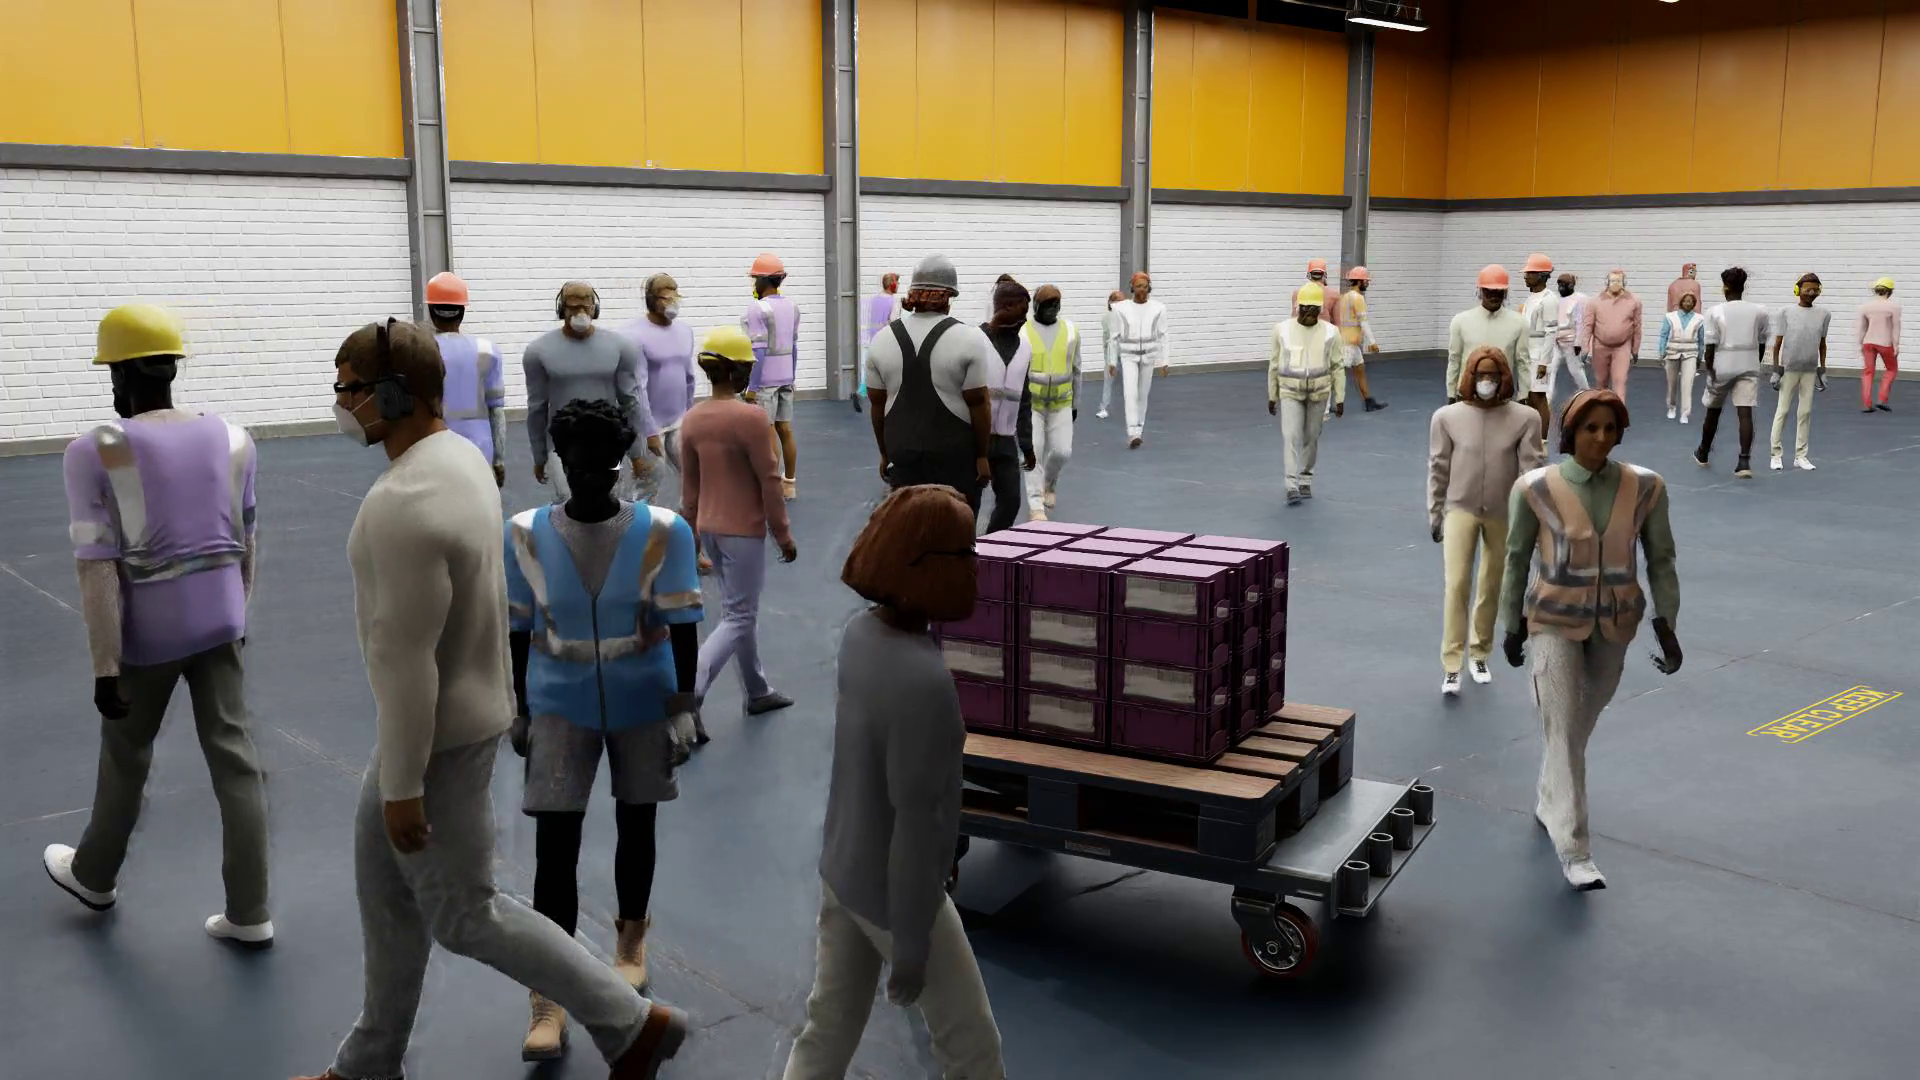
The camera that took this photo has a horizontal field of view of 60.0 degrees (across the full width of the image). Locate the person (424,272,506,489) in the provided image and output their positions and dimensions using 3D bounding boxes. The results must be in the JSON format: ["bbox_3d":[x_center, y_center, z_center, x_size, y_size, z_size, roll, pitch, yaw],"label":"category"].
[{"bbox_3d":[-2.699,-0.450,8.873,0.547,1.938,0.378,-4,11,-24],"label":"person"}]

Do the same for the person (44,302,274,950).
[{"bbox_3d":[-2.386,0.247,4.950,0.964,1.878,0.613,7,12,35],"label":"person"}]

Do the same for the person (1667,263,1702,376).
[{"bbox_3d":[12.293,-3.729,28.181,0.401,1.904,0.641,-4,11,-24],"label":"person"}]

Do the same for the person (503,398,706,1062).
[{"bbox_3d":[-0.921,0.471,4.271,0.544,1.656,0.806,-2,10,-10],"label":"person"}]

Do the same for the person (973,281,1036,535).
[{"bbox_3d":[0.101,-0.583,9.875,0.766,1.877,0.361,-7,12,-35],"label":"person"}]

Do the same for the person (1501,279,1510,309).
[{"bbox_3d":[9.742,-3.964,30.017,0.295,1.743,0.493,-4,11,-25],"label":"person"}]

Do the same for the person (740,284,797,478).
[{"bbox_3d":[-1.705,-1.420,14.756,0.518,1.872,0.326,-4,10,-21],"label":"person"}]

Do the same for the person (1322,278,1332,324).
[{"bbox_3d":[5.138,-2.948,23.835,0.512,1.828,0.761,2,10,10],"label":"person"}]

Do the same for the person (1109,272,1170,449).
[{"bbox_3d":[1.899,-1.866,17.436,0.611,1.839,0.942,-1,10,-3],"label":"person"}]

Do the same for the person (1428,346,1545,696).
[{"bbox_3d":[2.426,-0.078,7.667,0.517,1.603,0.755,2,10,11],"label":"person"}]

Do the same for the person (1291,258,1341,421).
[{"bbox_3d":[4.366,-2.460,20.471,0.622,1.993,0.381,0,10,0],"label":"person"}]

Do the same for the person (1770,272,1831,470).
[{"bbox_3d":[7.964,-1.593,15.775,0.510,1.870,0.328,1,10,5],"label":"person"}]

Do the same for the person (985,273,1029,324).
[{"bbox_3d":[0.545,-2.087,18.757,0.527,1.841,0.864,0,10,1],"label":"person"}]

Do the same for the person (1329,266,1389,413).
[{"bbox_3d":[5.075,-2.576,21.482,0.983,1.892,0.556,0,10,-1],"label":"person"}]

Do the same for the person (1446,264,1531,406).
[{"bbox_3d":[4.076,-1.149,12.893,0.623,1.970,0.748,2,10,10],"label":"person"}]

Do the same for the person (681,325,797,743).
[{"bbox_3d":[-0.990,-0.039,7.046,0.808,1.737,0.531,-9,13,-43],"label":"person"}]

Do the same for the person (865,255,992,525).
[{"bbox_3d":[-0.122,-0.484,8.772,0.676,2.000,0.536,4,10,22],"label":"person"}]

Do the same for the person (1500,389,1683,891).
[{"bbox_3d":[2.056,0.307,5.439,0.522,1.590,0.860,0,10,0],"label":"person"}]

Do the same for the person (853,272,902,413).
[{"bbox_3d":[-0.987,-2.465,21.015,0.721,1.823,0.570,-8,13,-40],"label":"person"}]

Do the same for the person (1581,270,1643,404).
[{"bbox_3d":[7.708,-2.259,19.699,0.662,1.849,1.006,4,10,21],"label":"person"}]

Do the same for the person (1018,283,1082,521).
[{"bbox_3d":[0.625,-1.049,12.726,0.623,1.822,0.546,-2,10,-11],"label":"person"}]

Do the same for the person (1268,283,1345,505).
[{"bbox_3d":[2.852,-1.199,13.671,0.617,1.796,0.768,1,10,4],"label":"person"}]

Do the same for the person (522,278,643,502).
[{"bbox_3d":[-2.140,-0.529,9.453,0.646,1.913,0.818,-3,10,-18],"label":"person"}]

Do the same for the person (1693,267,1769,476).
[{"bbox_3d":[7.206,-1.578,15.530,0.607,1.904,1.052,2,10,11],"label":"person"}]

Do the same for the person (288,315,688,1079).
[{"bbox_3d":[-1.129,0.442,3.788,0.927,1.905,0.638,-1,10,-7],"label":"person"}]

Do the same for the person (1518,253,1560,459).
[{"bbox_3d":[5.733,-1.825,16.616,0.381,2.045,0.605,0,10,-1],"label":"person"}]

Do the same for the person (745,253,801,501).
[{"bbox_3d":[-1.553,-1.301,13.552,0.373,2.043,0.615,5,11,28],"label":"person"}]

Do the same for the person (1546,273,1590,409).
[{"bbox_3d":[8.027,-2.611,21.917,0.913,1.810,0.631,-5,11,-28],"label":"person"}]

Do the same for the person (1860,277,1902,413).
[{"bbox_3d":[11.913,-2.519,21.514,0.514,1.746,0.561,-6,12,-33],"label":"person"}]

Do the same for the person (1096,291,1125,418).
[{"bbox_3d":[2.023,-2.352,21.038,0.513,1.587,0.866,5,11,27],"label":"person"}]

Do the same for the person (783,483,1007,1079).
[{"bbox_3d":[-0.051,0.679,3.255,0.822,1.588,0.516,-4,10,-22],"label":"person"}]

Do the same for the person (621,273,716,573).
[{"bbox_3d":[-1.824,-0.697,10.383,0.639,1.914,0.640,8,12,38],"label":"person"}]

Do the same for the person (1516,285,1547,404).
[{"bbox_3d":[7.872,-2.704,22.774,0.540,1.695,0.317,-4,10,-21],"label":"person"}]

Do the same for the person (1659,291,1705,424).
[{"bbox_3d":[8.864,-2.252,20.425,0.511,1.605,0.845,5,11,25],"label":"person"}]
